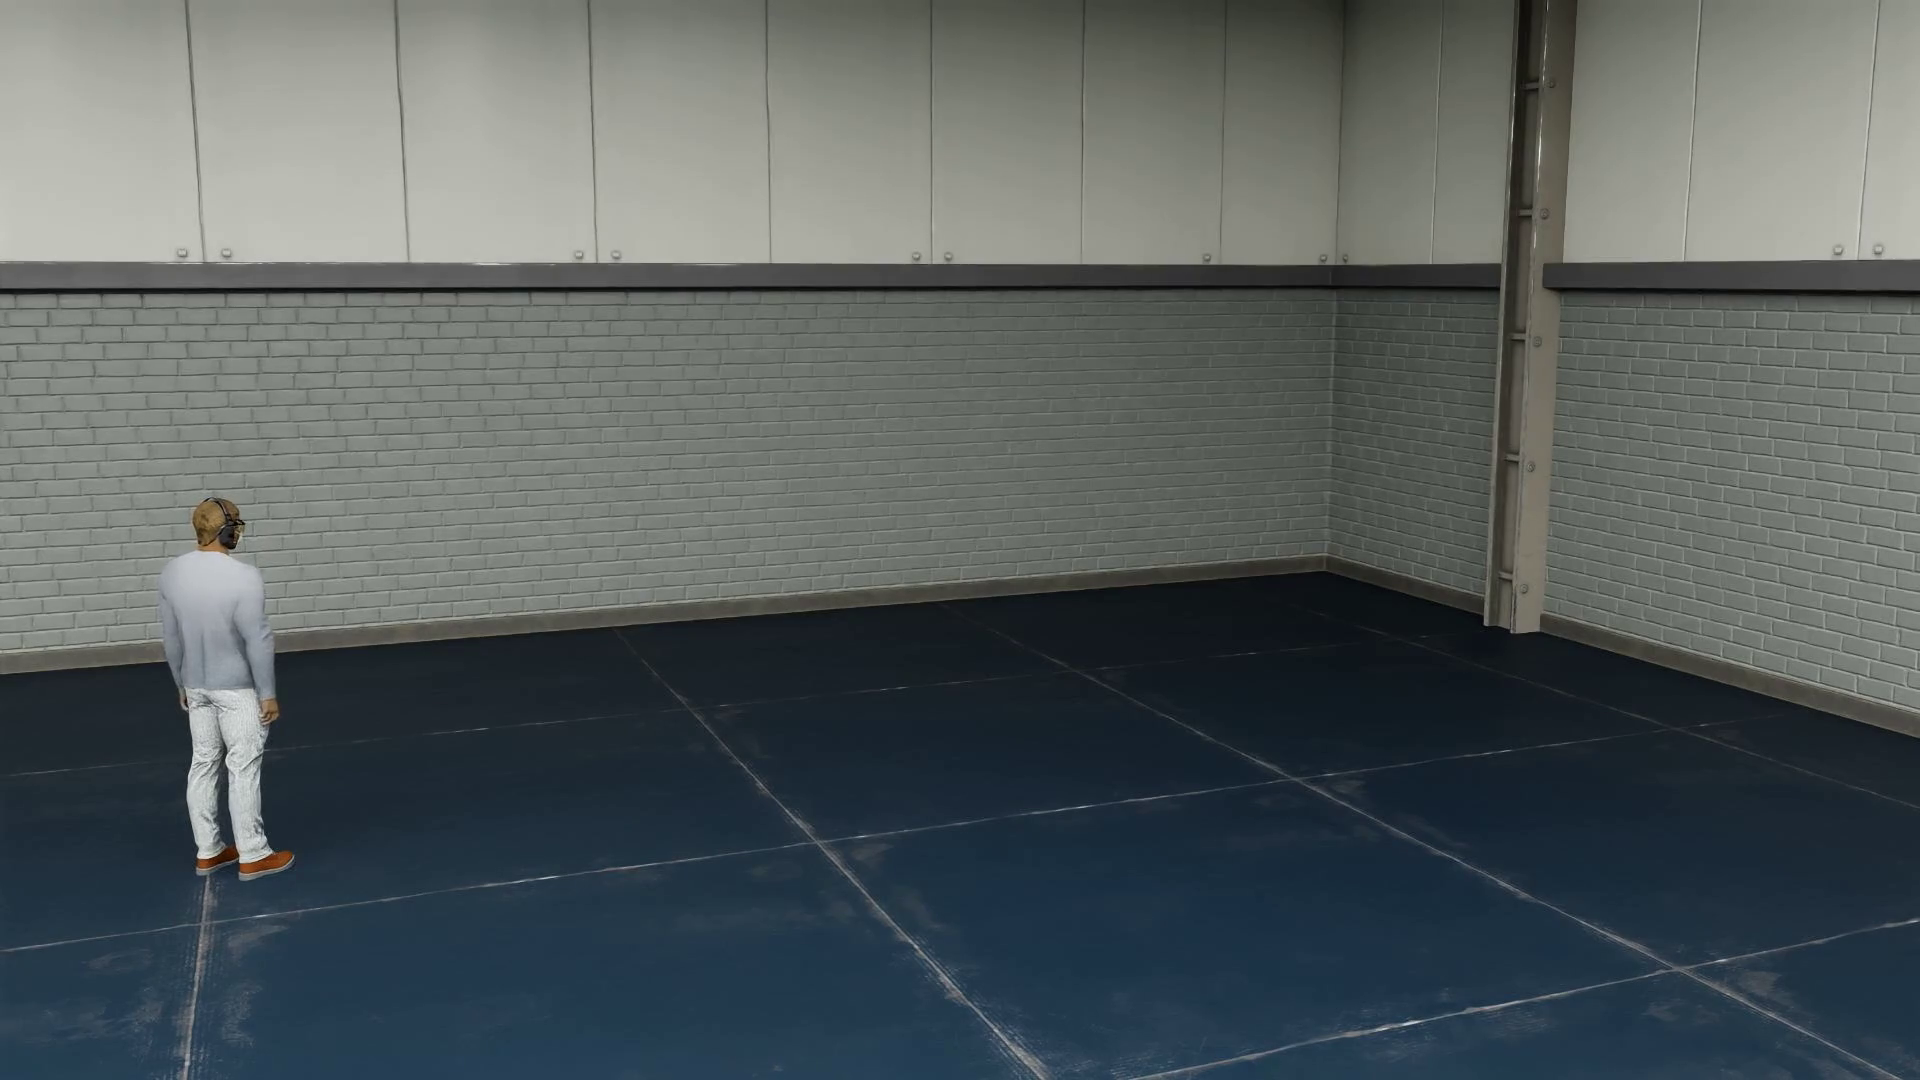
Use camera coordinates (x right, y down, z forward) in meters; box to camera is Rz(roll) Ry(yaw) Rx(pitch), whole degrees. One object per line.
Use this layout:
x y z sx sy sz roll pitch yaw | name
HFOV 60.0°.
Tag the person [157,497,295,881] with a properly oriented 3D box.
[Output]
-3.688 0.745 8.358 0.636 1.939 0.364 3 10 19 | person
